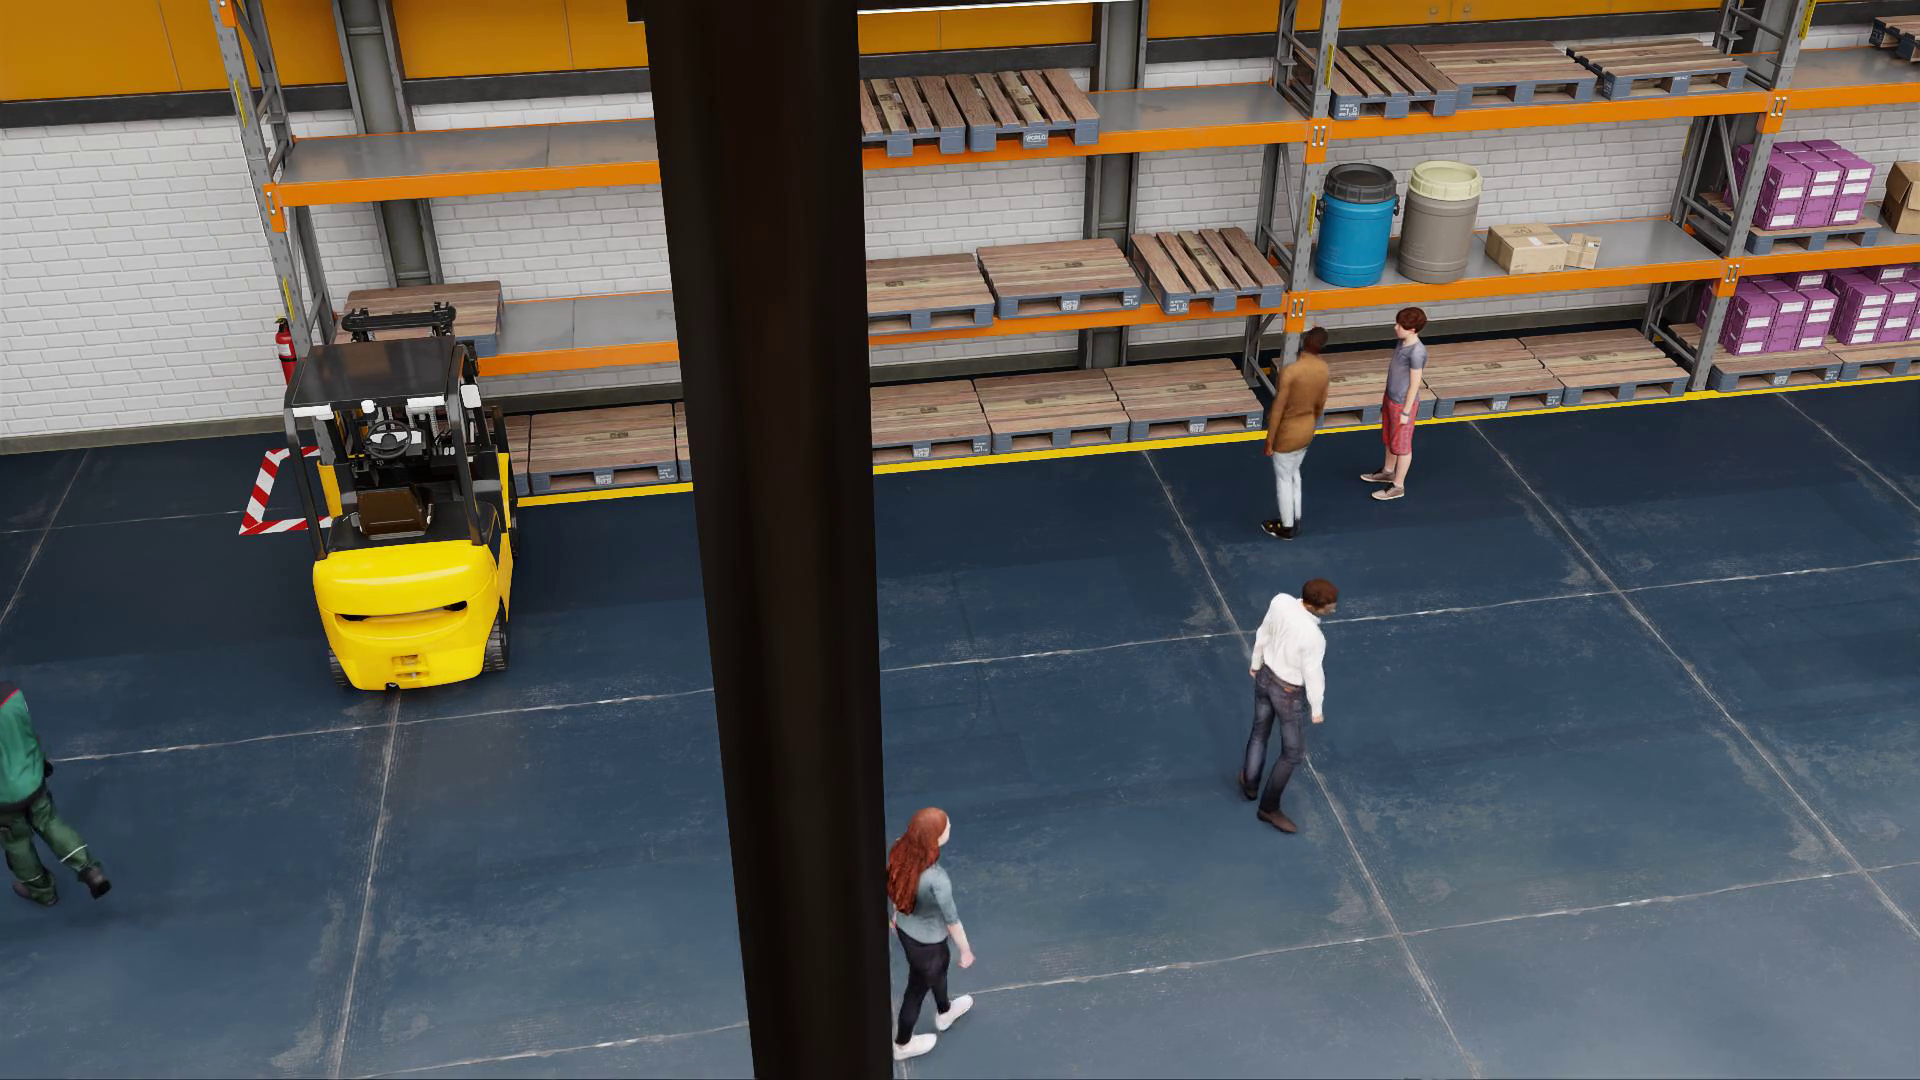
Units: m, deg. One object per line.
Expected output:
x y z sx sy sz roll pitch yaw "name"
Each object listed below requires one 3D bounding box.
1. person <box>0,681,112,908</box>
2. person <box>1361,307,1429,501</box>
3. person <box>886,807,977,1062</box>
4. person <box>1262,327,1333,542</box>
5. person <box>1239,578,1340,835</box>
-5.314 1.420 9.435 1.105 1.824 0.991 13 36 19 "person"
3.562 -1.117 13.409 0.528 1.650 0.602 -3 34 -5 "person"
-0.264 2.079 8.530 0.897 1.728 0.791 -20 38 -27 "person"
2.559 -0.802 12.807 0.815 1.792 0.644 27 42 35 "person"
1.928 0.911 10.205 0.729 1.818 0.869 -28 43 -35 "person"
